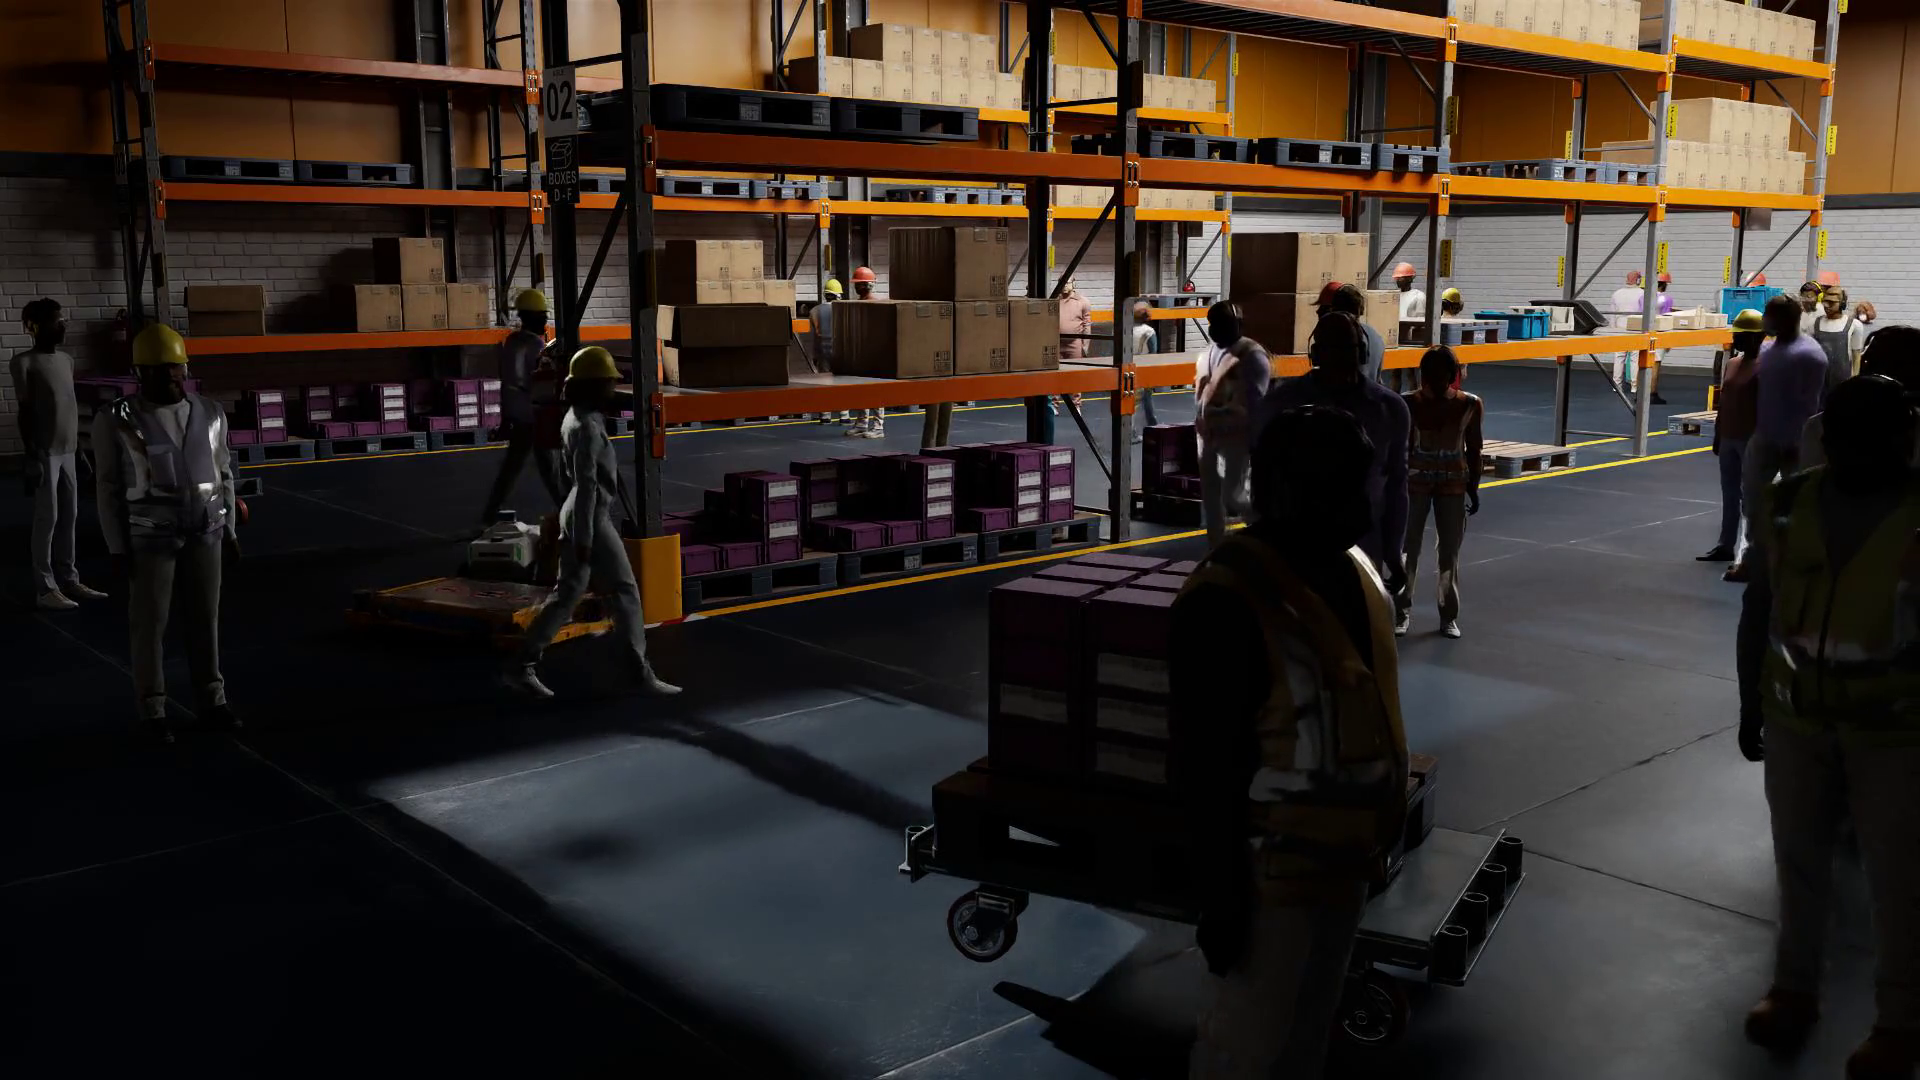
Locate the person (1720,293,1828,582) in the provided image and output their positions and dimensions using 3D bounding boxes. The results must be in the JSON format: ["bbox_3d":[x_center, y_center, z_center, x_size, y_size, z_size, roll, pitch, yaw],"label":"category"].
[{"bbox_3d":[5.470,-0.660,10.935,0.981,1.912,0.632,-3,10,-18],"label":"person"}]

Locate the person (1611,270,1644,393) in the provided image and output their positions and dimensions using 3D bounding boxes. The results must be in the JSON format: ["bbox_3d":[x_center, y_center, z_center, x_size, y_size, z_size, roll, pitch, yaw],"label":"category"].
[{"bbox_3d":[10.426,-3.227,25.819,0.410,1.912,0.643,-9,13,-41],"label":"person"}]

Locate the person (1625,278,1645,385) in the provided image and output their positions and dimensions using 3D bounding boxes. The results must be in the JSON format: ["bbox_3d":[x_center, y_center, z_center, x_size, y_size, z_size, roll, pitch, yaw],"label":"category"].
[{"bbox_3d":[11.240,-3.453,27.561,0.313,1.769,0.525,3,10,16],"label":"person"}]

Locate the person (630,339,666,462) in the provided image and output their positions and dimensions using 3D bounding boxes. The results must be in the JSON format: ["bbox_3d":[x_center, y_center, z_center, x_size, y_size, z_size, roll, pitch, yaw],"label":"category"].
[{"bbox_3d":[-3.219,-1.639,17.137,0.320,1.695,0.537,2,10,12],"label":"person"}]

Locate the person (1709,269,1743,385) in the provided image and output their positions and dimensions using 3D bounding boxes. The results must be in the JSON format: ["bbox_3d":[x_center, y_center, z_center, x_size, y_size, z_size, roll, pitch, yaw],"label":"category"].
[{"bbox_3d":[12.104,-3.312,26.151,0.612,1.963,0.361,8,12,38],"label":"person"}]

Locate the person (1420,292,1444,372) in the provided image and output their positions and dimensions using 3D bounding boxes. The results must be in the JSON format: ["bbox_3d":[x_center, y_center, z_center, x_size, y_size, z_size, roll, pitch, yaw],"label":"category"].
[{"bbox_3d":[5.704,-2.075,19.689,0.545,1.696,0.317,8,13,41],"label":"person"}]

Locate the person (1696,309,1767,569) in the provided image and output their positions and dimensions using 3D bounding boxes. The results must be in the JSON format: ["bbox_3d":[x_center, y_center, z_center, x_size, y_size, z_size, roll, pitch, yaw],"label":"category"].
[{"bbox_3d":[5.343,-0.687,11.366,0.308,1.769,0.525,-2,10,-13],"label":"person"}]

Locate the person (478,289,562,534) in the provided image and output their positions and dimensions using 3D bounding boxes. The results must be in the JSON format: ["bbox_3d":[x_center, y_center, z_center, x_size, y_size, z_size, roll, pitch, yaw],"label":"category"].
[{"bbox_3d":[-3.275,-0.971,12.723,1.010,1.876,0.589,-6,11,-32],"label":"person"}]

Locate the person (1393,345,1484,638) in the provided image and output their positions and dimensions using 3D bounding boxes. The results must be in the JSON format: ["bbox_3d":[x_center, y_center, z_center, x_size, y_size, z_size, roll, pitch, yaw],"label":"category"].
[{"bbox_3d":[2.642,-0.267,9.283,0.523,1.637,0.306,2,10,10],"label":"person"}]

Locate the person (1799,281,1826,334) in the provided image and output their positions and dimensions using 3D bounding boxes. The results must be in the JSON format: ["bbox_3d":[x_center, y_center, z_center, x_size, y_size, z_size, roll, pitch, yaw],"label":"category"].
[{"bbox_3d":[8.914,-1.792,17.554,0.521,1.865,0.328,9,13,41],"label":"person"}]

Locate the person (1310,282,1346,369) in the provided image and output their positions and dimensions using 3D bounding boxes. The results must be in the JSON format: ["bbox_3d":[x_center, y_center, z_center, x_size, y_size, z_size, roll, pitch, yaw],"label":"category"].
[{"bbox_3d":[2.683,-0.884,12.009,0.355,1.939,0.552,5,11,28],"label":"person"}]

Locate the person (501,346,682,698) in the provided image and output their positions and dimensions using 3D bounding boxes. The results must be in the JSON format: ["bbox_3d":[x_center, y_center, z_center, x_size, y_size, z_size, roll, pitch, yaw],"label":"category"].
[{"bbox_3d":[-1.814,-0.069,7.936,0.832,1.713,0.487,-4,11,-23],"label":"person"}]

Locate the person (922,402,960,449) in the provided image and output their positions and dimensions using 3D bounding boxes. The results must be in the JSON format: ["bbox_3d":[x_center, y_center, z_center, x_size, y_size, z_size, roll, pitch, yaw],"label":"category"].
[{"bbox_3d":[-0.178,-1.425,16.070,0.286,1.633,0.500,8,13,41],"label":"person"}]

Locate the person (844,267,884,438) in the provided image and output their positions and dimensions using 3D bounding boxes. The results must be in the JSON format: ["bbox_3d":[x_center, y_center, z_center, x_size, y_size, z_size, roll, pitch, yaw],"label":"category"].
[{"bbox_3d":[-1.100,-2.189,19.489,0.387,1.996,0.611,-8,13,-39],"label":"person"}]

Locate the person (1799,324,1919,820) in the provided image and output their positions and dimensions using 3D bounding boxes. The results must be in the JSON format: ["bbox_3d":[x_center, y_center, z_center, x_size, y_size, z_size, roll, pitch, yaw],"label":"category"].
[{"bbox_3d":[3.295,0.168,6.015,0.575,1.885,0.355,0,10,-1],"label":"person"}]

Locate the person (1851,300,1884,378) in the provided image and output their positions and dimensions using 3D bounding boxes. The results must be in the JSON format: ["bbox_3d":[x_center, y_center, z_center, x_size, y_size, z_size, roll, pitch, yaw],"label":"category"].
[{"bbox_3d":[10.873,-2.099,20.101,0.502,1.602,0.729,3,10,19],"label":"person"}]

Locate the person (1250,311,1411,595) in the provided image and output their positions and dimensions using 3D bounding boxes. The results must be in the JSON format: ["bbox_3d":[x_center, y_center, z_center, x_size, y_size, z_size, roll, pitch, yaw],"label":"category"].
[{"bbox_3d":[1.488,0.038,6.707,0.638,1.911,0.402,1,10,3],"label":"person"}]

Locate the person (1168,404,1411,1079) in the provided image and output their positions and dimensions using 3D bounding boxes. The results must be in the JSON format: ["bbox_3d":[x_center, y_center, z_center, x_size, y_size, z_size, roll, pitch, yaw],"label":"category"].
[{"bbox_3d":[0.669,0.647,3.334,0.429,1.841,0.633,8,12,39],"label":"person"}]

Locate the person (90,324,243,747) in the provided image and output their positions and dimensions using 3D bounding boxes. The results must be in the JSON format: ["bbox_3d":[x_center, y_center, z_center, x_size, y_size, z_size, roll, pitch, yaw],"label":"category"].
[{"bbox_3d":[-3.455,-0.028,7.311,0.404,1.832,0.595,8,13,40],"label":"person"}]

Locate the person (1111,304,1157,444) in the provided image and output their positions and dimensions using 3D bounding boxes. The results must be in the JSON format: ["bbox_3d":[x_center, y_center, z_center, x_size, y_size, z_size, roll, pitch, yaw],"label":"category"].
[{"bbox_3d":[1.894,-1.810,18.459,0.555,1.590,0.870,6,11,30],"label":"person"}]

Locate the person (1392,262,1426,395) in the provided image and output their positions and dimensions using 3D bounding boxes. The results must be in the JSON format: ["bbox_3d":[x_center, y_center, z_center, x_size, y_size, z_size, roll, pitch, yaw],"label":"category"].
[{"bbox_3d":[5.830,-2.627,21.916,0.391,2.040,0.615,-7,12,-35],"label":"person"}]

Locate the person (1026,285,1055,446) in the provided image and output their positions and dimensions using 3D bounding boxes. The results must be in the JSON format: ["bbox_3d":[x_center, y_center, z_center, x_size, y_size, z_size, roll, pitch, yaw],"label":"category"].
[{"bbox_3d":[0.816,-1.737,17.278,0.385,1.846,0.561,7,12,35],"label":"person"}]

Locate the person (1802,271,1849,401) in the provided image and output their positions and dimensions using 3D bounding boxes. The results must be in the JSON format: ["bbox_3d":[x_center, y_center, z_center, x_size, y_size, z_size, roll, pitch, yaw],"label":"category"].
[{"bbox_3d":[10.945,-2.446,21.163,0.642,1.944,1.041,0,10,2],"label":"person"}]

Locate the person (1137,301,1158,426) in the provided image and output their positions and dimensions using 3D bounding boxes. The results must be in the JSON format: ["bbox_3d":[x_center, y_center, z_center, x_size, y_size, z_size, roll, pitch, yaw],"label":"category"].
[{"bbox_3d":[2.111,-2.034,19.764,0.515,1.588,0.845,8,12,39],"label":"person"}]

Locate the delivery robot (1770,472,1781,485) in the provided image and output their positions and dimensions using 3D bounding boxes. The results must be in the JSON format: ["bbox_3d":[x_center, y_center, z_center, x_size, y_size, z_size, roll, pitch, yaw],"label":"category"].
[{"bbox_3d":[6.420,-0.372,12.788,0.707,0.478,0.477,4,10,21],"label":"delivery robot"}]

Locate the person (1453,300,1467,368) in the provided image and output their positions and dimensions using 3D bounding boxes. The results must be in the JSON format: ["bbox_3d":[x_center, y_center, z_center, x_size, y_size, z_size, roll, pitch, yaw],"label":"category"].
[{"bbox_3d":[6.163,-2.277,21.116,0.540,1.610,0.411,7,12,34],"label":"person"}]

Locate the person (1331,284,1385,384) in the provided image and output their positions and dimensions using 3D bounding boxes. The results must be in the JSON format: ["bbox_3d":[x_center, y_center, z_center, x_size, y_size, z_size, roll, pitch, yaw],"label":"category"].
[{"bbox_3d":[2.650,-0.771,11.367,0.371,1.935,0.629,9,13,44],"label":"person"}]

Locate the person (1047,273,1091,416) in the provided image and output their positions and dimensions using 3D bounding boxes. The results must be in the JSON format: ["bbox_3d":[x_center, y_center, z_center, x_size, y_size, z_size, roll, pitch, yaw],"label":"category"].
[{"bbox_3d":[1.394,-2.561,21.929,0.645,1.908,0.408,2,10,11],"label":"person"}]

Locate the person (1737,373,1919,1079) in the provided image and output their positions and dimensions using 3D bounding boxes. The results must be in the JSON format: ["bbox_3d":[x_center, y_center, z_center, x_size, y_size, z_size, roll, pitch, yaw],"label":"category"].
[{"bbox_3d":[2.349,0.479,4.385,0.434,1.829,0.627,-8,12,-38],"label":"person"}]

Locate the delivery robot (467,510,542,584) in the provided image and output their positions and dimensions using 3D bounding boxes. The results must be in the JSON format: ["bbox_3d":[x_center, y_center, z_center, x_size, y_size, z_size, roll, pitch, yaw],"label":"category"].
[{"bbox_3d":[-2.785,0.059,10.263,0.477,0.478,0.707,0,10,-1],"label":"delivery robot"}]

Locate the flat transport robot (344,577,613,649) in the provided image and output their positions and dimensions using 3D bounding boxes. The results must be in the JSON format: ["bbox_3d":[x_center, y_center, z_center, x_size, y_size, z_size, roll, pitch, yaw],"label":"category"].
[{"bbox_3d":[-2.730,0.393,9.414,1.431,0.197,0.652,5,11,28],"label":"flat transport robot"}]

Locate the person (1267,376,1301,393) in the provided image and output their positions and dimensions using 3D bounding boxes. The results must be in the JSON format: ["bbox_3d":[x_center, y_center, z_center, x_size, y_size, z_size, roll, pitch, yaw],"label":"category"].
[{"bbox_3d":[3.327,-1.571,16.385,0.532,1.834,0.966,9,13,44],"label":"person"}]

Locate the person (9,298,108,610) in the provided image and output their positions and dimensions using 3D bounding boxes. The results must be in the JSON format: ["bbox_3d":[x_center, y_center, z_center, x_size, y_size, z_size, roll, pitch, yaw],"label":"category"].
[{"bbox_3d":[-5.474,-0.520,10.076,0.324,1.875,0.517,1,10,5],"label":"person"}]

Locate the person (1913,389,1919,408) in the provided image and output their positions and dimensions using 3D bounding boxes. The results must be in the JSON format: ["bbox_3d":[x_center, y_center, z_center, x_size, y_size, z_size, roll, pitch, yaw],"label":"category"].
[{"bbox_3d":[3.592,0.118,6.480,0.404,1.826,0.587,6,11,32],"label":"person"}]

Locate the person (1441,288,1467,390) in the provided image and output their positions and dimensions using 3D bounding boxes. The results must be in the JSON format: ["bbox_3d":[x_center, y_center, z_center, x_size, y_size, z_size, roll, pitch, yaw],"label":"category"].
[{"bbox_3d":[5.473,-1.937,18.688,0.311,1.769,0.525,-8,12,-38],"label":"person"}]

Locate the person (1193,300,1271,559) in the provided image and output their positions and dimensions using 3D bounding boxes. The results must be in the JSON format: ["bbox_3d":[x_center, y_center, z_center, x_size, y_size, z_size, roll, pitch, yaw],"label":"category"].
[{"bbox_3d":[1.808,-0.682,11.147,0.524,1.833,0.639,-7,12,-34],"label":"person"}]

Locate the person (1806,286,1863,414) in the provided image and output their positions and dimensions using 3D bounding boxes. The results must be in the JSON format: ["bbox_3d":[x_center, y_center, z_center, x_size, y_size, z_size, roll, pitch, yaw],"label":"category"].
[{"bbox_3d":[8.326,-1.506,15.936,0.517,1.841,0.325,8,13,40],"label":"person"}]

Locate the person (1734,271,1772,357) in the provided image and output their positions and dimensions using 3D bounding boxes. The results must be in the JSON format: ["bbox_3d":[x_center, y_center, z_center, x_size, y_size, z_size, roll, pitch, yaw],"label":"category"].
[{"bbox_3d":[10.063,-2.433,21.122,0.385,1.932,0.544,-9,13,-41],"label":"person"}]

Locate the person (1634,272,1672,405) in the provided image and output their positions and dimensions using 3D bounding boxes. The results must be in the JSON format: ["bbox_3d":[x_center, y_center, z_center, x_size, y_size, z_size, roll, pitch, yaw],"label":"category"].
[{"bbox_3d":[9.967,-2.906,23.862,0.378,1.936,0.550,-5,11,-27],"label":"person"}]

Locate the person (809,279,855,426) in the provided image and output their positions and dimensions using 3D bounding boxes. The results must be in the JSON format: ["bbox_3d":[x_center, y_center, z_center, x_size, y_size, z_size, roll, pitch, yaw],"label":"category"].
[{"bbox_3d":[-1.593,-2.344,20.868,0.591,1.834,0.404,4,10,21],"label":"person"}]
